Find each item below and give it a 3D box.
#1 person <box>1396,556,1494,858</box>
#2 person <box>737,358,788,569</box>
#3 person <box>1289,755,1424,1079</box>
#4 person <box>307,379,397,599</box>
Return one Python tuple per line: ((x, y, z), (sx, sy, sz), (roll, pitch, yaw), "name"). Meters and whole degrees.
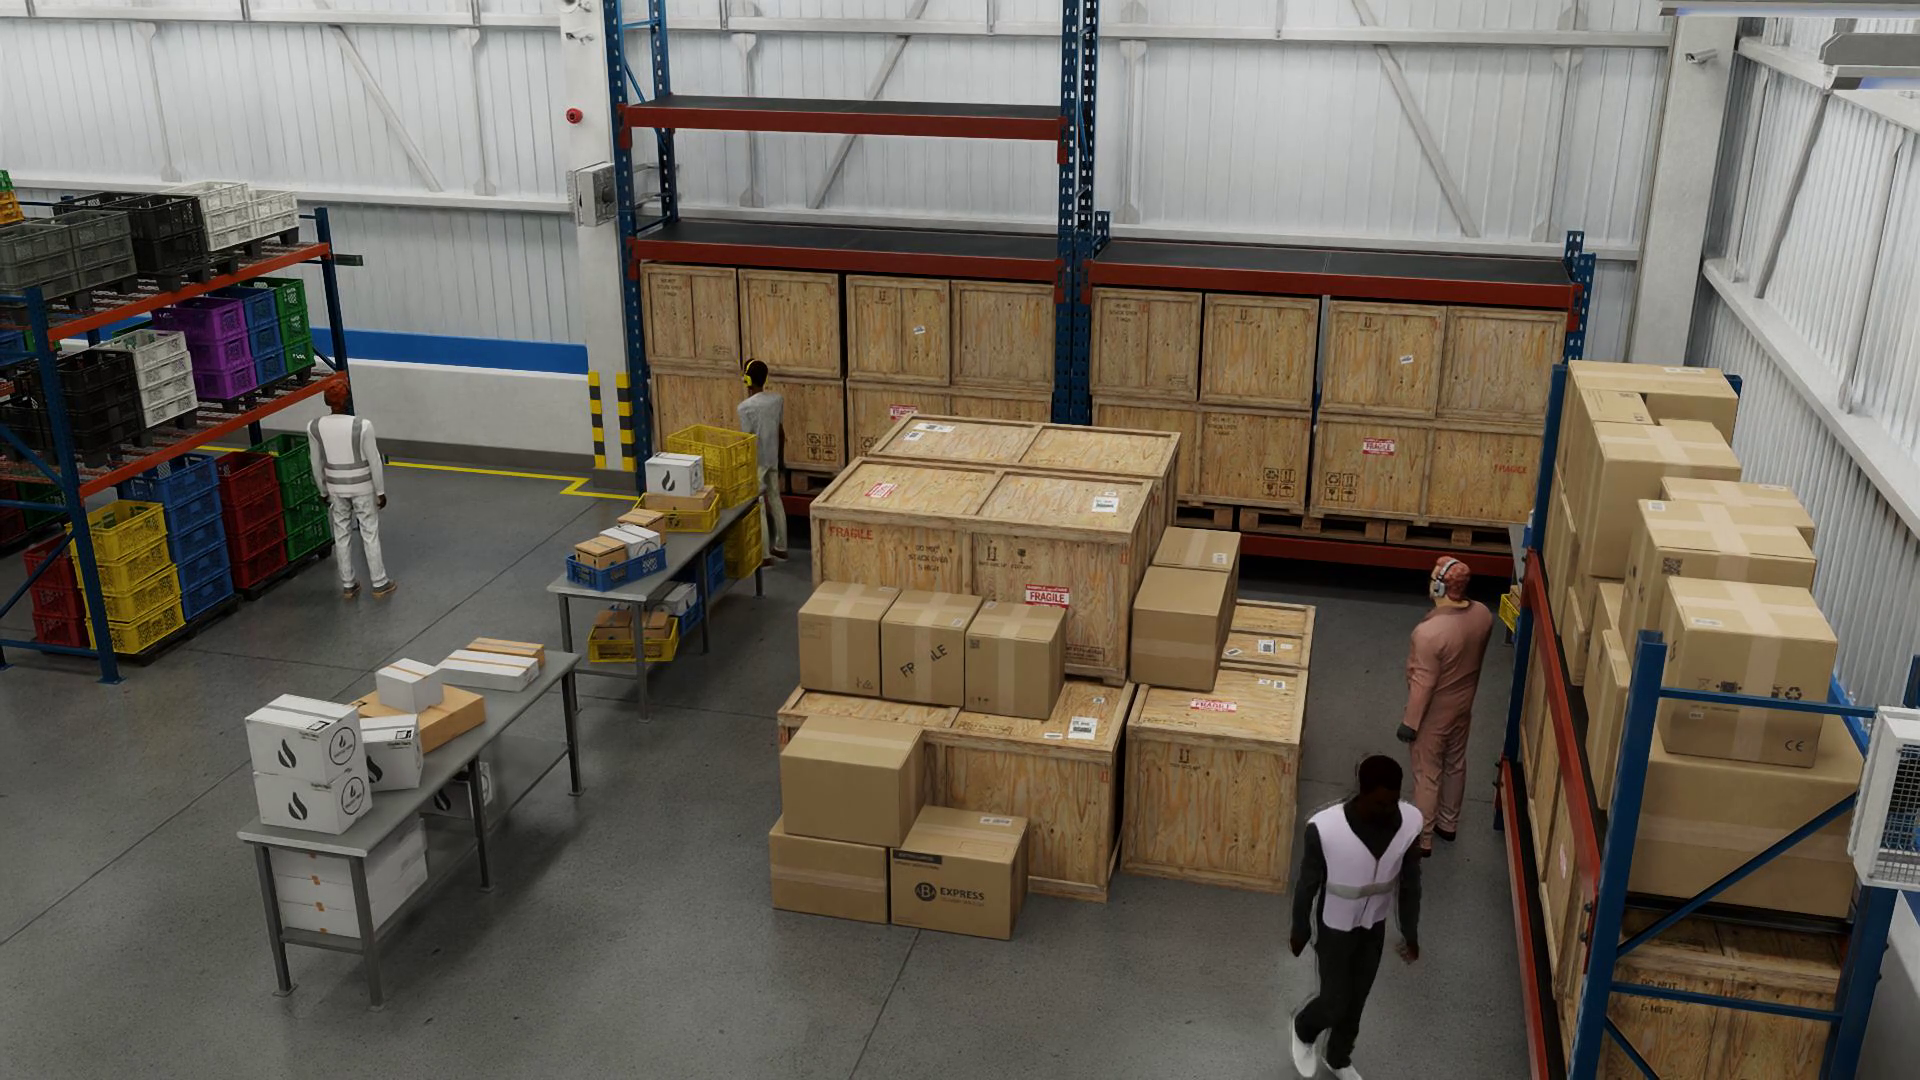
((2.892, 1.004, 10.106), (0.636, 1.911, 0.405), (-16, 26, -36), "person")
((-1.735, -0.668, 14.538), (0.310, 1.864, 0.534), (18, 27, 38), "person")
((1.885, 1.835, 7.958), (0.589, 1.898, 0.443), (-7, 22, -18), "person")
((-5.072, -0.420, 13.867), (0.573, 1.883, 0.356), (0, 21, 1), "person")
